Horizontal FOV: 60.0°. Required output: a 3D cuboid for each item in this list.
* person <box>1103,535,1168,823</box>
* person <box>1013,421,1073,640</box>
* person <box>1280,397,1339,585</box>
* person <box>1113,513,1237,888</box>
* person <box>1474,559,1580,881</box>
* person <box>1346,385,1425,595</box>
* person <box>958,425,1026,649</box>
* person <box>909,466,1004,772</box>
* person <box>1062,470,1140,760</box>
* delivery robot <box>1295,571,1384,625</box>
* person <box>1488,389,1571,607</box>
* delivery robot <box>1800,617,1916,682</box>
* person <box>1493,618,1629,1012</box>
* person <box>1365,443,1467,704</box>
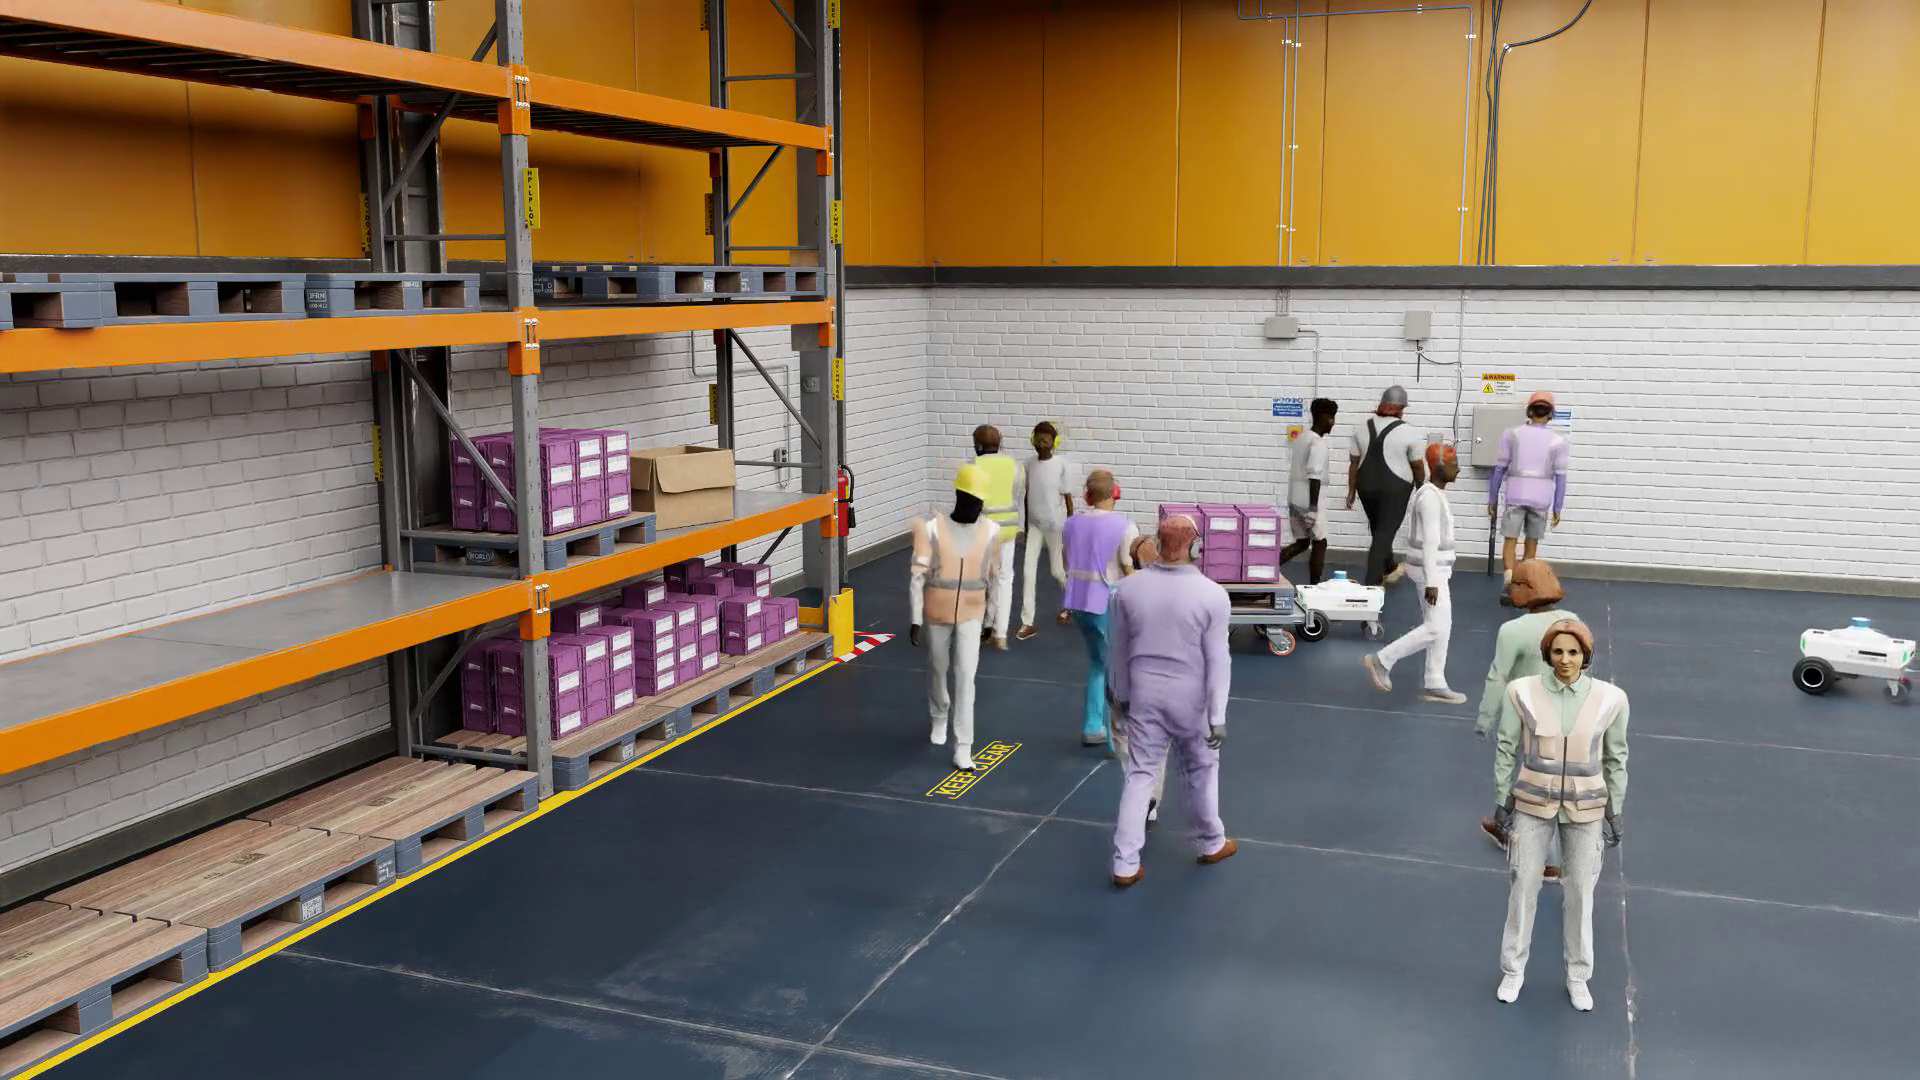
[{"bbox_3d":[1.039,0.787,9.080,0.521,1.626,0.465,-2,9,-13],"label":"person"},{"bbox_3d":[0.766,-0.113,14.099,0.531,1.831,0.939,5,10,30],"label":"person"},{"bbox_3d":[3.102,-0.348,15.261,0.721,1.932,0.617,-2,9,-11],"label":"person"},{"bbox_3d":[1.083,0.788,8.354,0.667,1.864,0.906,6,11,33],"label":"person"},{"bbox_3d":[2.853,0.885,8.487,0.526,1.602,0.688,-4,10,-25],"label":"person"},{"bbox_3d":[4.127,-0.509,15.911,1.009,2.000,0.689,-8,12,-42],"label":"person"},{"bbox_3d":[0.207,-0.037,13.619,0.637,1.819,0.657,-4,10,-22],"label":"person"},{"bbox_3d":[-0.024,0.456,10.449,0.609,1.859,1.029,-1,9,-5],"label":"person"},{"bbox_3d":[0.886,0.466,10.554,0.575,1.809,0.464,9,13,44],"label":"person"},{"bbox_3d":[3.174,0.504,13.911,0.707,0.478,0.477,1,9,6],"label":"delivery robot"},{"bbox_3d":[5.132,-0.349,15.037,0.683,2.000,0.737,4,10,23],"label":"person"},{"bbox_3d":[6.487,0.805,12.021,0.707,0.478,0.477,7,11,37],"label":"delivery robot"},{"bbox_3d":[2.479,1.128,6.892,0.523,1.639,0.306,3,9,16],"label":"person"},{"bbox_3d":[3.269,0.239,11.756,0.607,1.865,0.595,4,10,23],"label":"person"}]
